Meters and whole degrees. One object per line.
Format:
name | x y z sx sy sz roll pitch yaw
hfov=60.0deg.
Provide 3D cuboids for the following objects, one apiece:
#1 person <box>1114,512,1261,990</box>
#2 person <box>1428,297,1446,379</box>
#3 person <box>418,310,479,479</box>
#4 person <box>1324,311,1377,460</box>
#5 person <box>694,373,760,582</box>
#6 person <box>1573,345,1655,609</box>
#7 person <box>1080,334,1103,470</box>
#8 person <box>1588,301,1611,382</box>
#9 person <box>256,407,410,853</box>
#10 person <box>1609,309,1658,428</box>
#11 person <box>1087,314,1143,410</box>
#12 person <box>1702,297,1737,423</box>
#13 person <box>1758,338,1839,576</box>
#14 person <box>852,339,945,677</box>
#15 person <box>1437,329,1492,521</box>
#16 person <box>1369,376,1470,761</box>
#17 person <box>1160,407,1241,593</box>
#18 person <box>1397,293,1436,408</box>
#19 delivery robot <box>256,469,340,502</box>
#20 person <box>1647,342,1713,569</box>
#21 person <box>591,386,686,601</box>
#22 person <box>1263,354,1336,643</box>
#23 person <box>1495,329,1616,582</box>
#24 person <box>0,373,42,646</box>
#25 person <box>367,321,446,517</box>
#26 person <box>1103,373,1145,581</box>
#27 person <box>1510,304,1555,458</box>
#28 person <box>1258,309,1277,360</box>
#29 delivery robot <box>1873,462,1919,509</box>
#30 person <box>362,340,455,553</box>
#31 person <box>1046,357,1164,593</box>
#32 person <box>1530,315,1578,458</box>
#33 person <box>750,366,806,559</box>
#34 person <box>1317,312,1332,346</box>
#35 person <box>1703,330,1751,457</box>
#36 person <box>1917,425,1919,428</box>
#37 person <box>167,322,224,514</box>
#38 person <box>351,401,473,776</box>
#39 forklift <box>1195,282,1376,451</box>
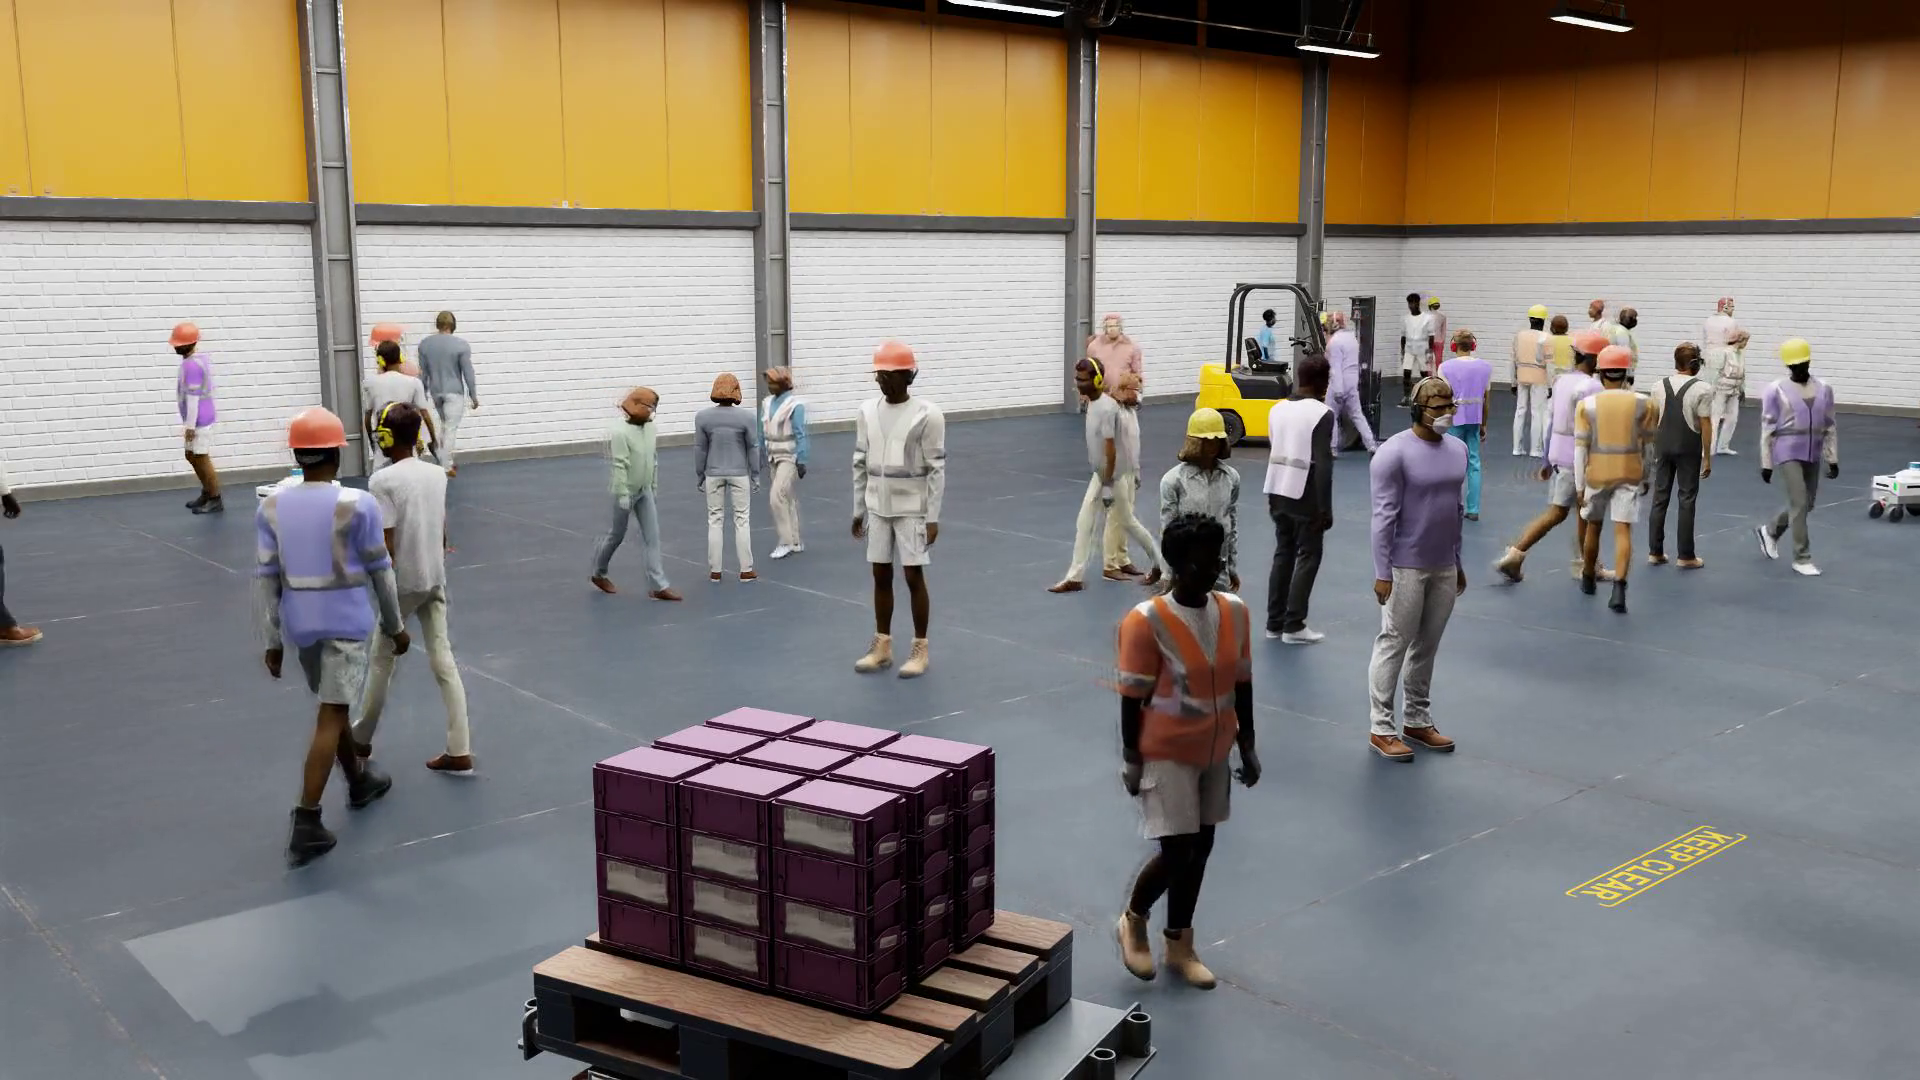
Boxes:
person | 0.786 0.733 5.705 0.536 1.685 0.361 -6 12 -33
person | 8.921 -3.701 31.412 0.526 1.768 0.331 -3 10 -16
person | -5.804 -1.661 19.010 0.644 1.913 0.663 3 10 15
person | 4.847 -1.905 20.642 0.732 1.869 0.691 8 13 39
person | -1.809 -0.484 12.960 0.506 1.632 0.268 1 10 3
person | 4.750 -0.467 12.125 0.554 1.899 0.953 4 10 20
person | 1.691 -1.626 19.699 0.573 1.623 0.350 -4 10 -22
person | 9.978 -2.850 26.239 1.008 1.825 0.611 0 10 0
person | -2.759 0.369 7.262 0.548 1.890 1.012 2 10 11
person | 9.437 -2.378 23.604 0.971 1.786 0.649 4 10 21
person | 1.761 -1.641 19.044 0.646 1.869 0.807 1 10 5
person | 11.633 -2.749 25.436 0.399 1.905 0.643 -3 10 -15
person | 6.757 -0.691 13.479 0.607 1.879 0.821 -2 10 -11
person | -0.397 -0.190 10.046 0.612 2.041 0.388 6 11 30
person | 4.796 -1.087 15.879 0.572 1.840 0.373 -3 10 -17
person | 2.327 0.139 8.426 0.635 1.937 0.354 -6 11 -32
person | 1.286 0.163 8.851 0.489 1.743 0.323 -4 11 -25
person | 7.645 -3.148 27.771 0.627 1.925 0.689 7 12 35
delivery robot | -6.151 -0.421 15.475 0.477 0.478 0.707 8 13 39
person | 5.848 -0.685 13.524 0.325 1.842 0.513 -8 13 -41
person | -2.429 -0.351 12.322 0.837 1.588 0.520 6 11 30
person | 2.217 -0.269 10.937 0.447 1.898 0.608 -5 11 -28
person | 4.631 -0.624 12.788 0.997 1.997 0.614 0 10 1
person | -6.338 -0.278 10.788 0.811 1.956 0.610 -2 10 -13
person | -4.959 -0.955 14.731 0.547 1.969 0.647 -8 12 -39
person | 1.285 -0.493 13.036 0.284 1.627 0.505 4 11 23
person | 7.225 -2.000 20.978 0.367 1.926 0.594 -8 13 -40
person | 5.033 -2.948 27.302 0.318 1.665 0.617 3 10 18
delivery robot | 9.172 -0.508 15.983 0.707 0.478 0.477 -2 10 -9
person | -4.720 -0.765 14.063 0.818 1.837 0.365 -2 10 -14
person | 1.184 -0.488 12.564 1.027 1.795 0.532 -3 10 -19
person | 7.545 -1.943 21.075 0.640 1.794 0.998 2 10 13
person | -1.543 -0.649 13.984 0.549 1.618 0.507 -8 12 -38
person | 5.432 -2.468 24.328 0.890 1.717 0.548 -7 12 -37
person | 9.646 -1.838 20.972 0.627 1.609 0.328 -5 11 -29
person | 14.412 -2.585 24.480 0.639 1.904 0.407 -8 12 -39
person | -7.495 -1.184 16.299 0.432 1.900 0.596 -5 11 -28
person | -2.770 0.232 8.187 0.935 1.822 0.564 5 11 28
forklift | 4.328 -2.346 22.227 2.313 2.155 1.214 3 10 16
